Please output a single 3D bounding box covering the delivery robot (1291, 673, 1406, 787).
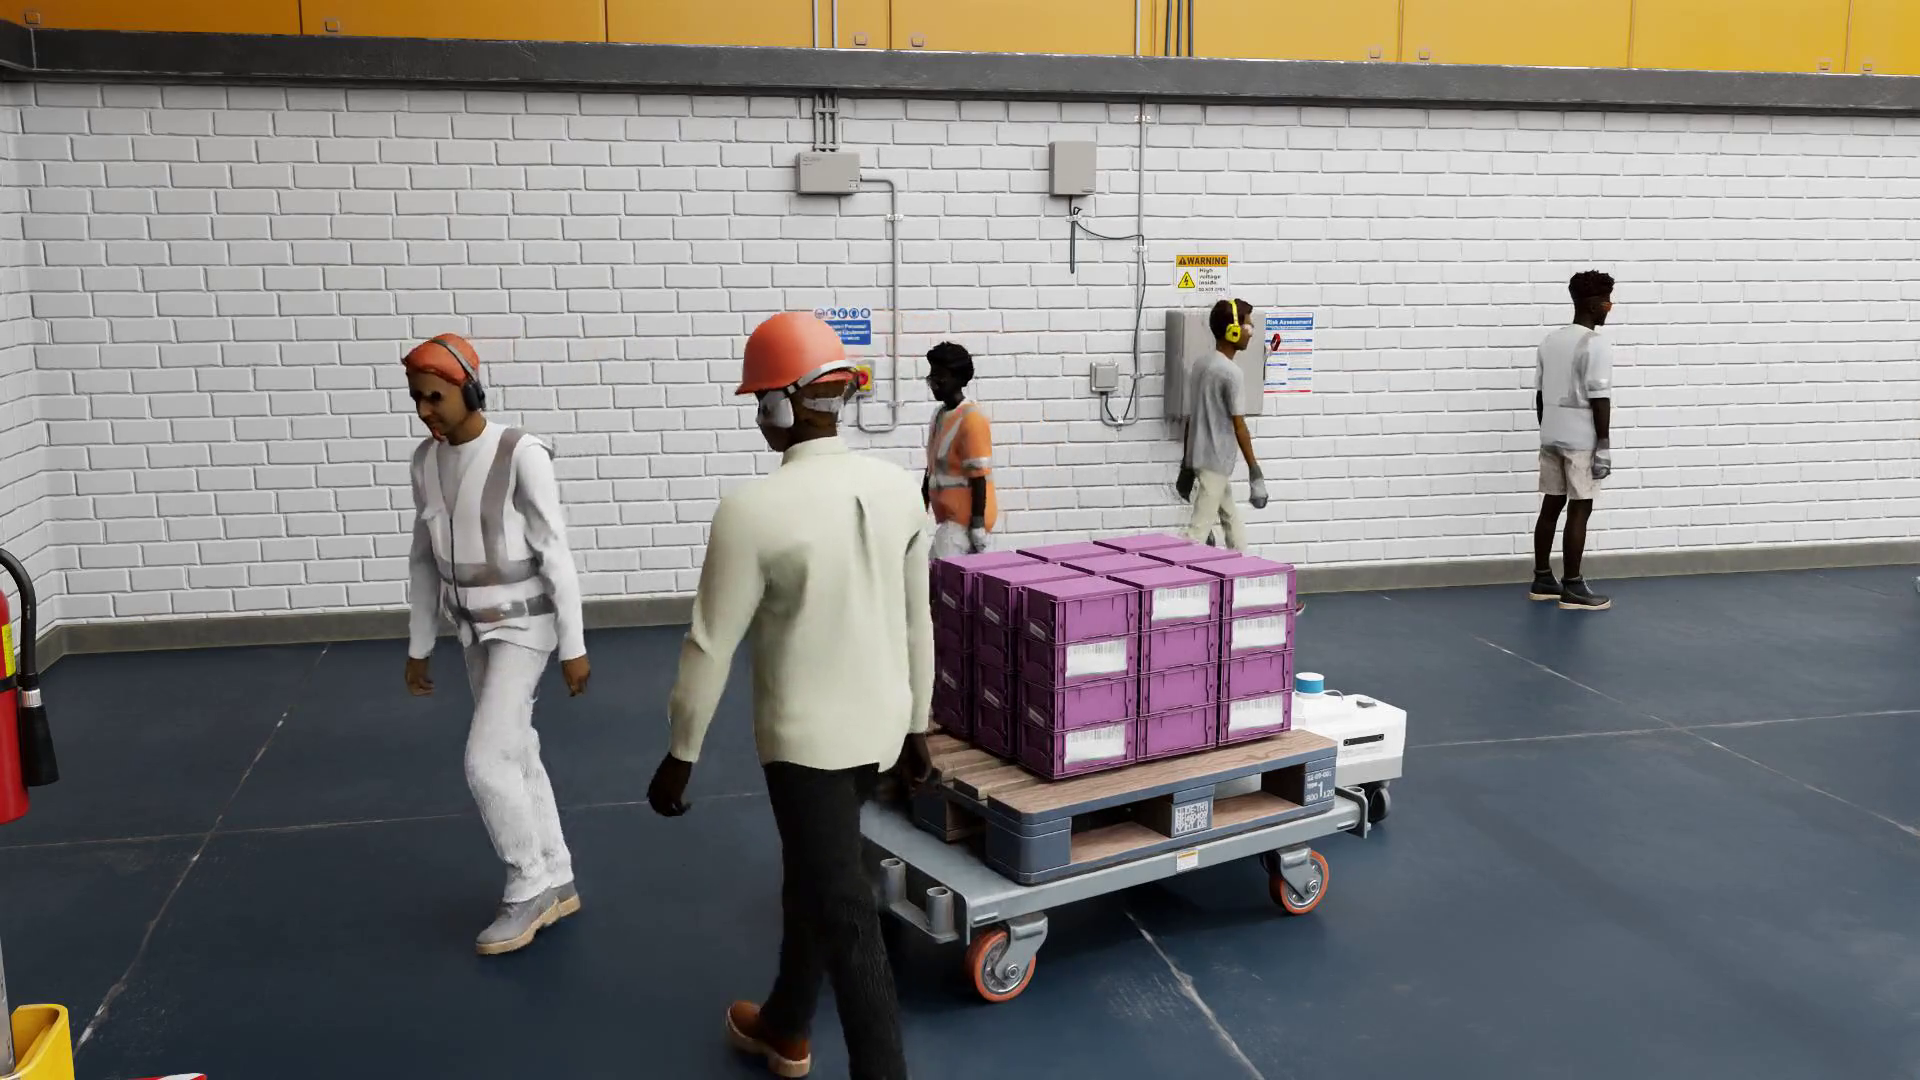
[{"bbox_3d":[1.268,0.727,6.059,0.707,0.478,0.477,-5,11,-24],"label":"delivery robot"}]

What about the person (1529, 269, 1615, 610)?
[{"bbox_3d":[3.581,-0.584,9.674,0.362,1.963,0.613,-3,11,-15],"label":"person"}]

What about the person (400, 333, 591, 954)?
[{"bbox_3d":[-1.427,0.310,5.017,0.604,1.855,0.596,8,13,38],"label":"person"}]

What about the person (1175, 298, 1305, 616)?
[{"bbox_3d":[1.430,-0.377,8.935,0.975,1.819,0.546,-2,10,-11],"label":"person"}]

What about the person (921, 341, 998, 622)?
[{"bbox_3d":[-0.078,-0.092,7.796,0.655,1.671,0.616,-2,10,-10],"label":"person"}]

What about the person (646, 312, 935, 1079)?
[{"bbox_3d":[-0.414,0.452,3.944,0.887,1.950,0.642,8,13,36],"label":"person"}]

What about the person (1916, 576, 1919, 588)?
[{"bbox_3d":[5.820,-0.447,9.295,0.849,1.838,0.521,-1,10,-7],"label":"person"}]
